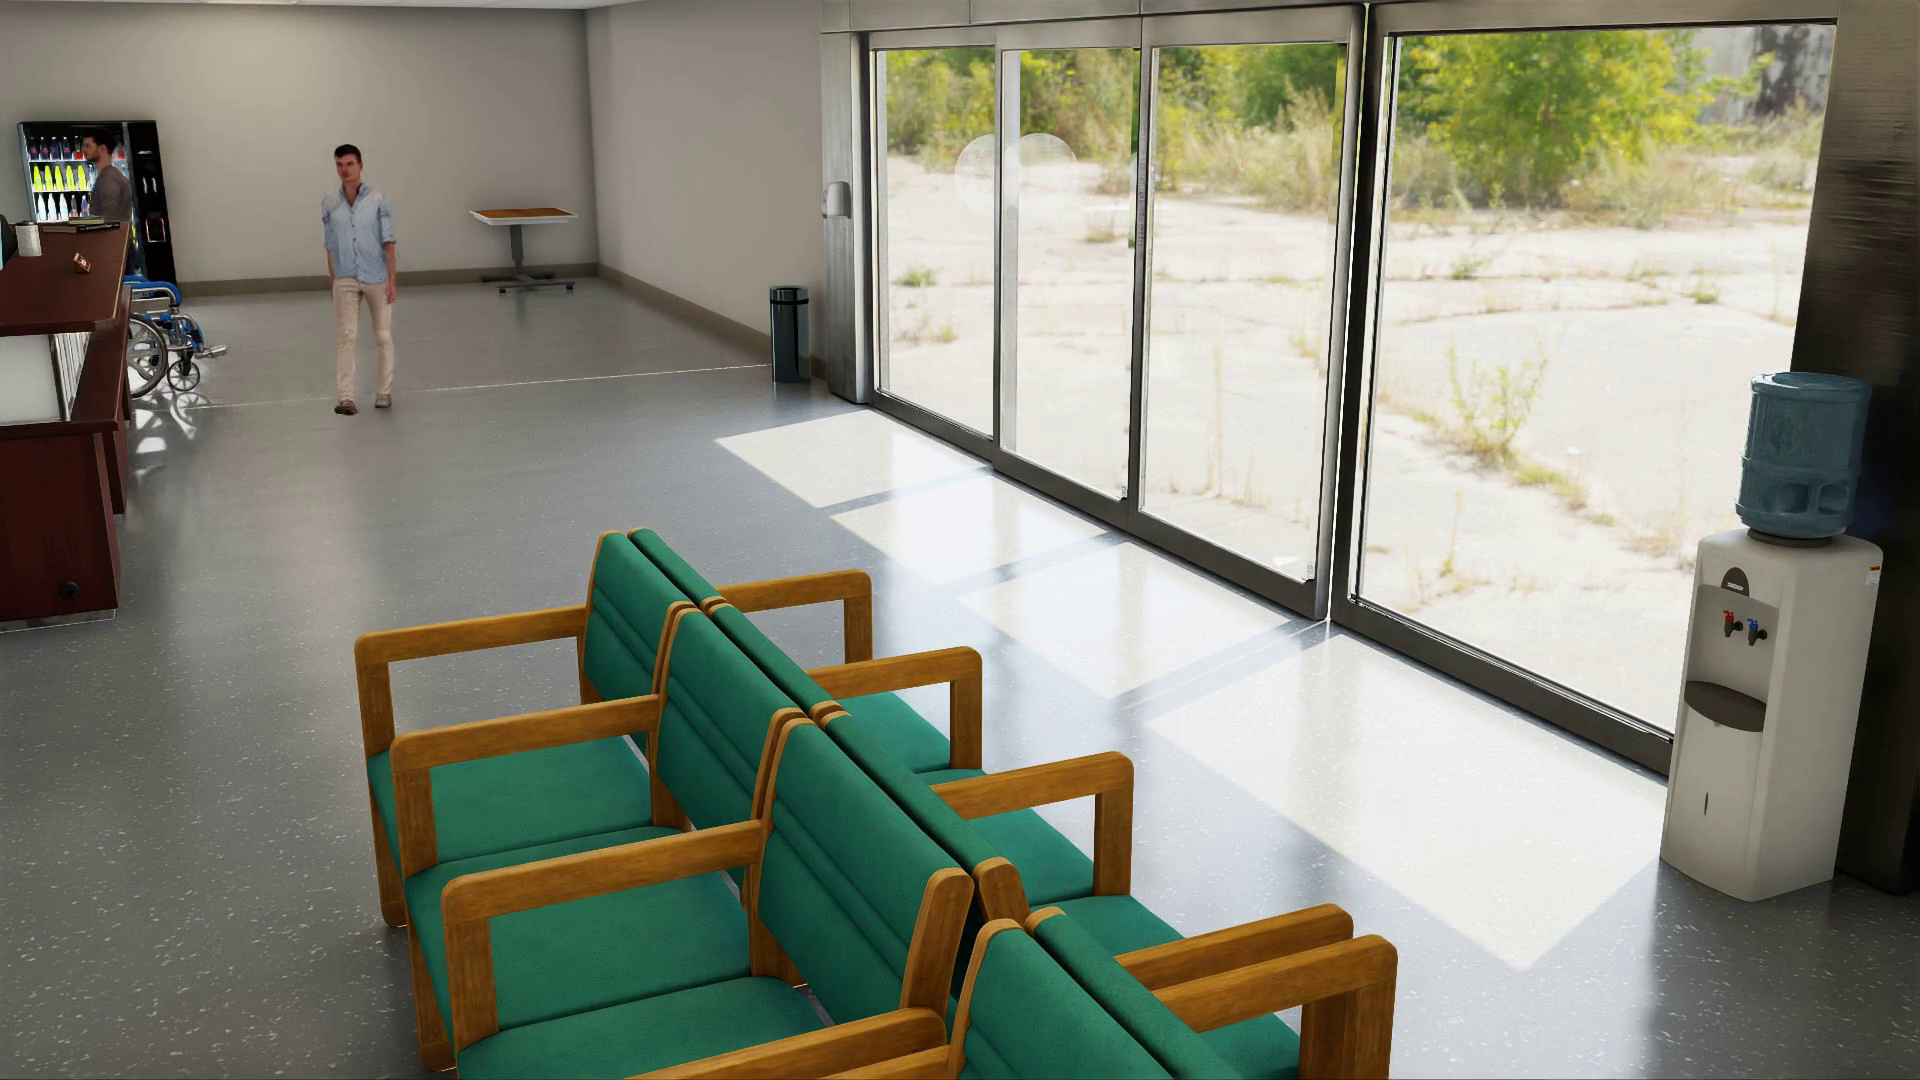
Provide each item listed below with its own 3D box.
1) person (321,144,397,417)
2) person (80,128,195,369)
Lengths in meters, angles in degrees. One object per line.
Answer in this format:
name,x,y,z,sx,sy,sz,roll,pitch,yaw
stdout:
person,-4.113,-1.795,11.551,1.079,1.815,0.897,-3,16,-10
person,-6.455,-2.210,12.908,1.215,1.877,0.823,-10,19,-33
